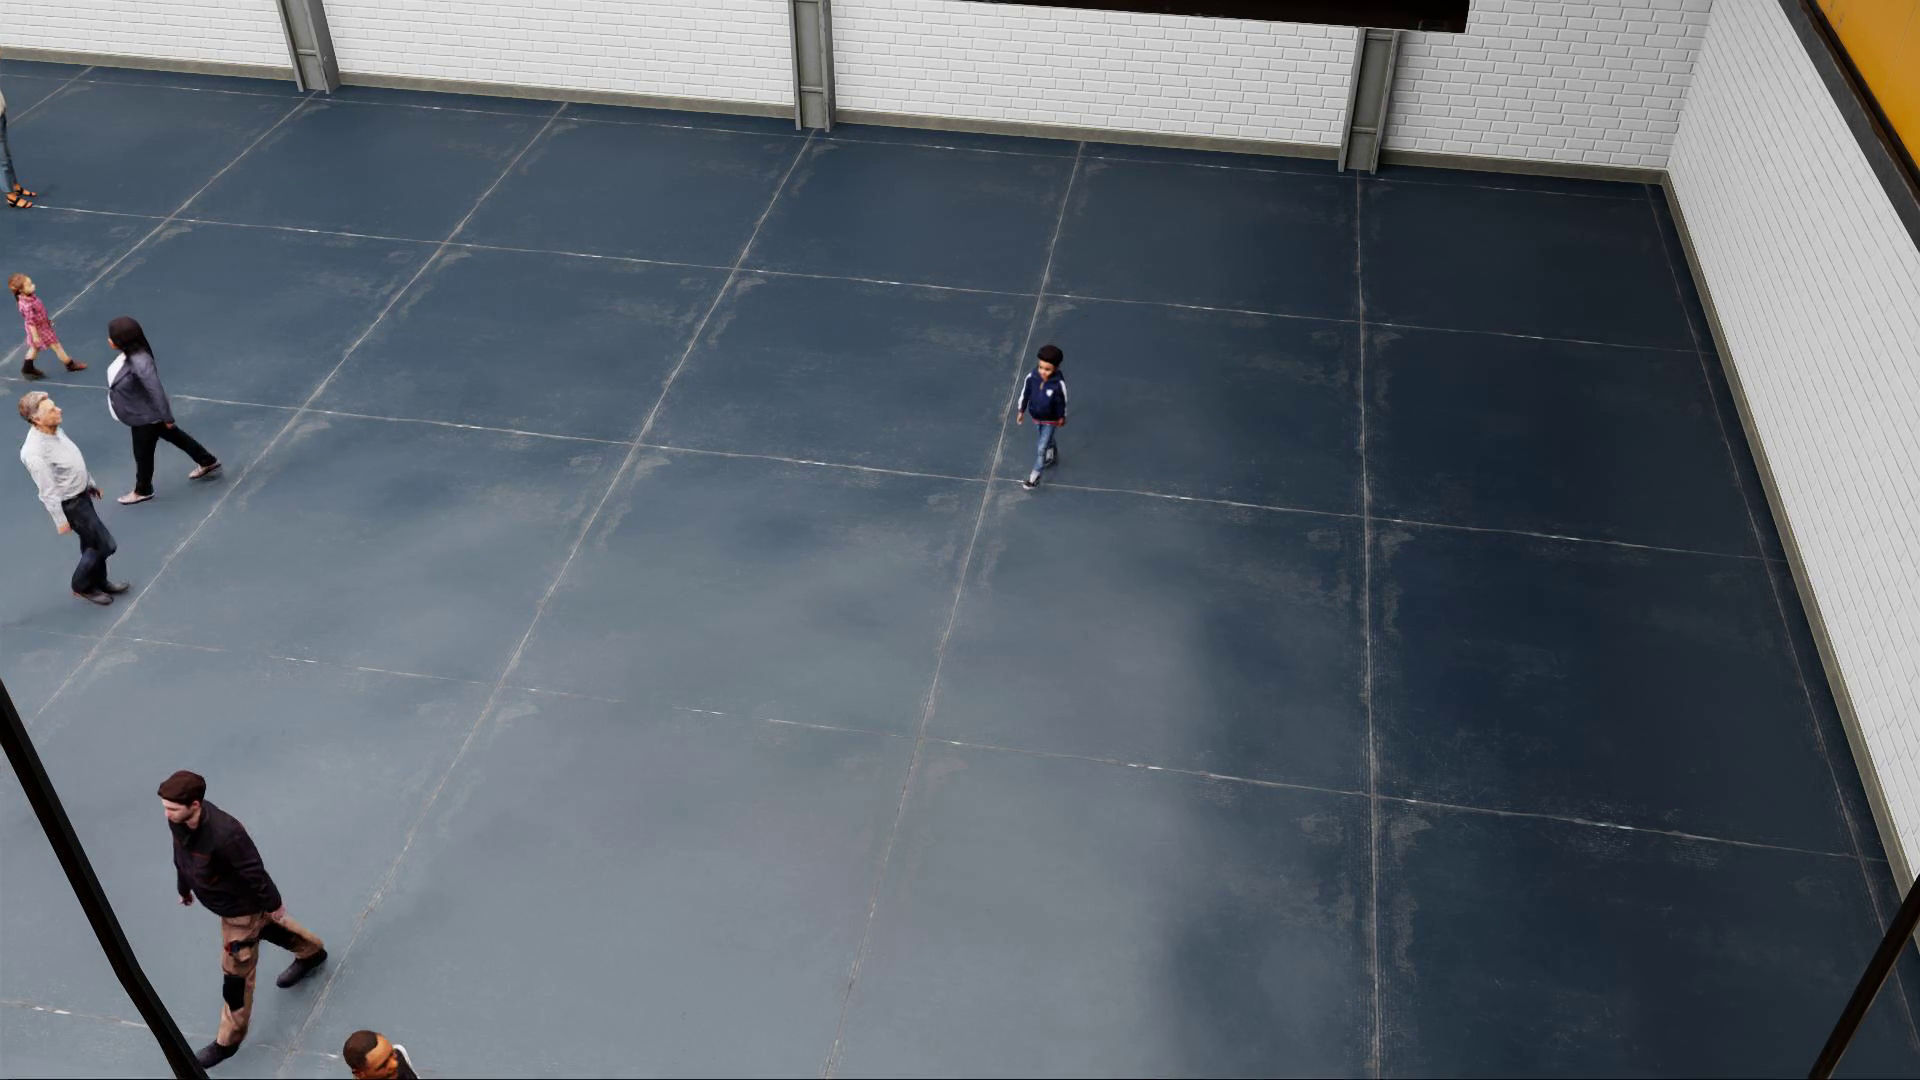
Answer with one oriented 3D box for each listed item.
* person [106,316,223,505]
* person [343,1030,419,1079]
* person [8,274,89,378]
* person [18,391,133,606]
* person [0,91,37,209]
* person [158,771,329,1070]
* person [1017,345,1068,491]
[{"bbox_3d":[-6.241,-1.036,12.942,1.159,1.561,1.058,-20,43,-23],"label":"person"},{"bbox_3d":[-2.620,2.884,7.744,0.645,1.921,0.698,5,39,6],"label":"person"},{"bbox_3d":[-8.041,-1.852,14.403,0.793,1.013,0.679,-17,42,-20],"label":"person"},{"bbox_3d":[-6.390,-0.269,11.786,0.804,1.805,0.776,-10,40,-13],"label":"person"},{"bbox_3d":[-9.783,-4.192,16.796,0.670,1.683,0.686,-8,39,-9],"label":"person"},{"bbox_3d":[-3.857,1.896,9.023,1.261,1.870,1.115,23,44,26],"label":"person"},{"bbox_3d":[0.695,-1.035,13.238,0.852,1.190,0.794,24,44,27],"label":"person"}]
